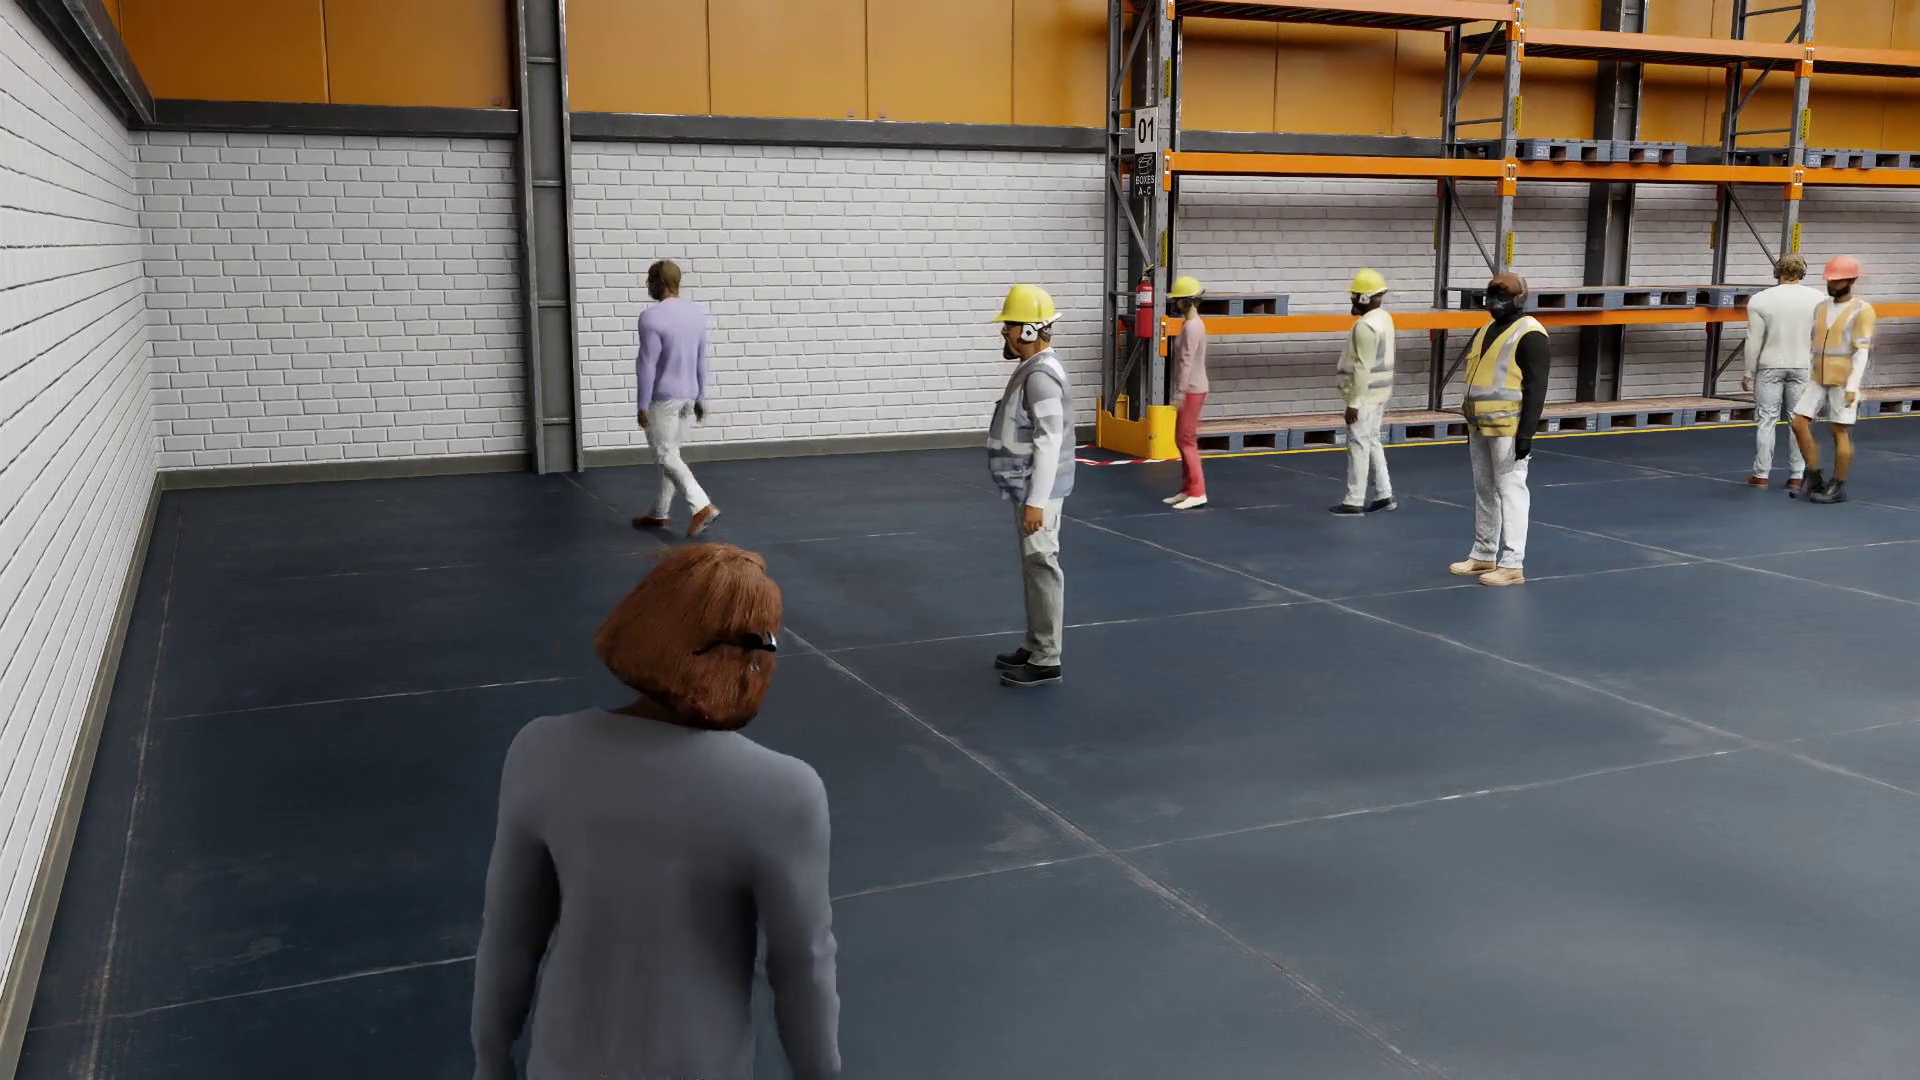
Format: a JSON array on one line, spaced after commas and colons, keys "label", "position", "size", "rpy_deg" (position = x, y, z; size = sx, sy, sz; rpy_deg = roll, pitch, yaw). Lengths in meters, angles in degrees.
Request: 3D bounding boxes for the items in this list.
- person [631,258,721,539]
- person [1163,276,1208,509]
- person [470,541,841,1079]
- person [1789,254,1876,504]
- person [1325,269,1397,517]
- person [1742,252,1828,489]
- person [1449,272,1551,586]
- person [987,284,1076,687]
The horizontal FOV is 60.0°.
[{"label": "person", "position": [-1.970, -0.971, 11.431], "size": [0.788, 1.923, 0.642], "rpy_deg": [6, 12, 28]}, {"label": "person", "position": [1.730, -1.116, 12.656], "size": [0.356, 1.760, 0.548], "rpy_deg": [1, 10, 7]}, {"label": "person", "position": [-0.447, 0.798, 2.434], "size": [0.542, 1.594, 0.414], "rpy_deg": [3, 11, 15]}, {"label": "person", "position": [6.692, -1.221, 12.794], "size": [0.493, 1.917, 0.561], "rpy_deg": [-4, 11, -22]}, {"label": "person", "position": [2.977, -1.075, 12.268], "size": [0.404, 1.841, 0.595], "rpy_deg": [5, 11, 27]}, {"label": "person", "position": [6.727, -1.374, 13.599], "size": [0.627, 1.940, 0.371], "rpy_deg": [2, 10, 12]}, {"label": "person", "position": [3.195, -0.657, 9.872], "size": [0.429, 1.842, 0.634], "rpy_deg": [-2, 10, -13]}, {"label": "person", "position": [0.324, -0.247, 7.612], "size": [0.404, 1.833, 0.592], "rpy_deg": [0, 10, 0]}]
